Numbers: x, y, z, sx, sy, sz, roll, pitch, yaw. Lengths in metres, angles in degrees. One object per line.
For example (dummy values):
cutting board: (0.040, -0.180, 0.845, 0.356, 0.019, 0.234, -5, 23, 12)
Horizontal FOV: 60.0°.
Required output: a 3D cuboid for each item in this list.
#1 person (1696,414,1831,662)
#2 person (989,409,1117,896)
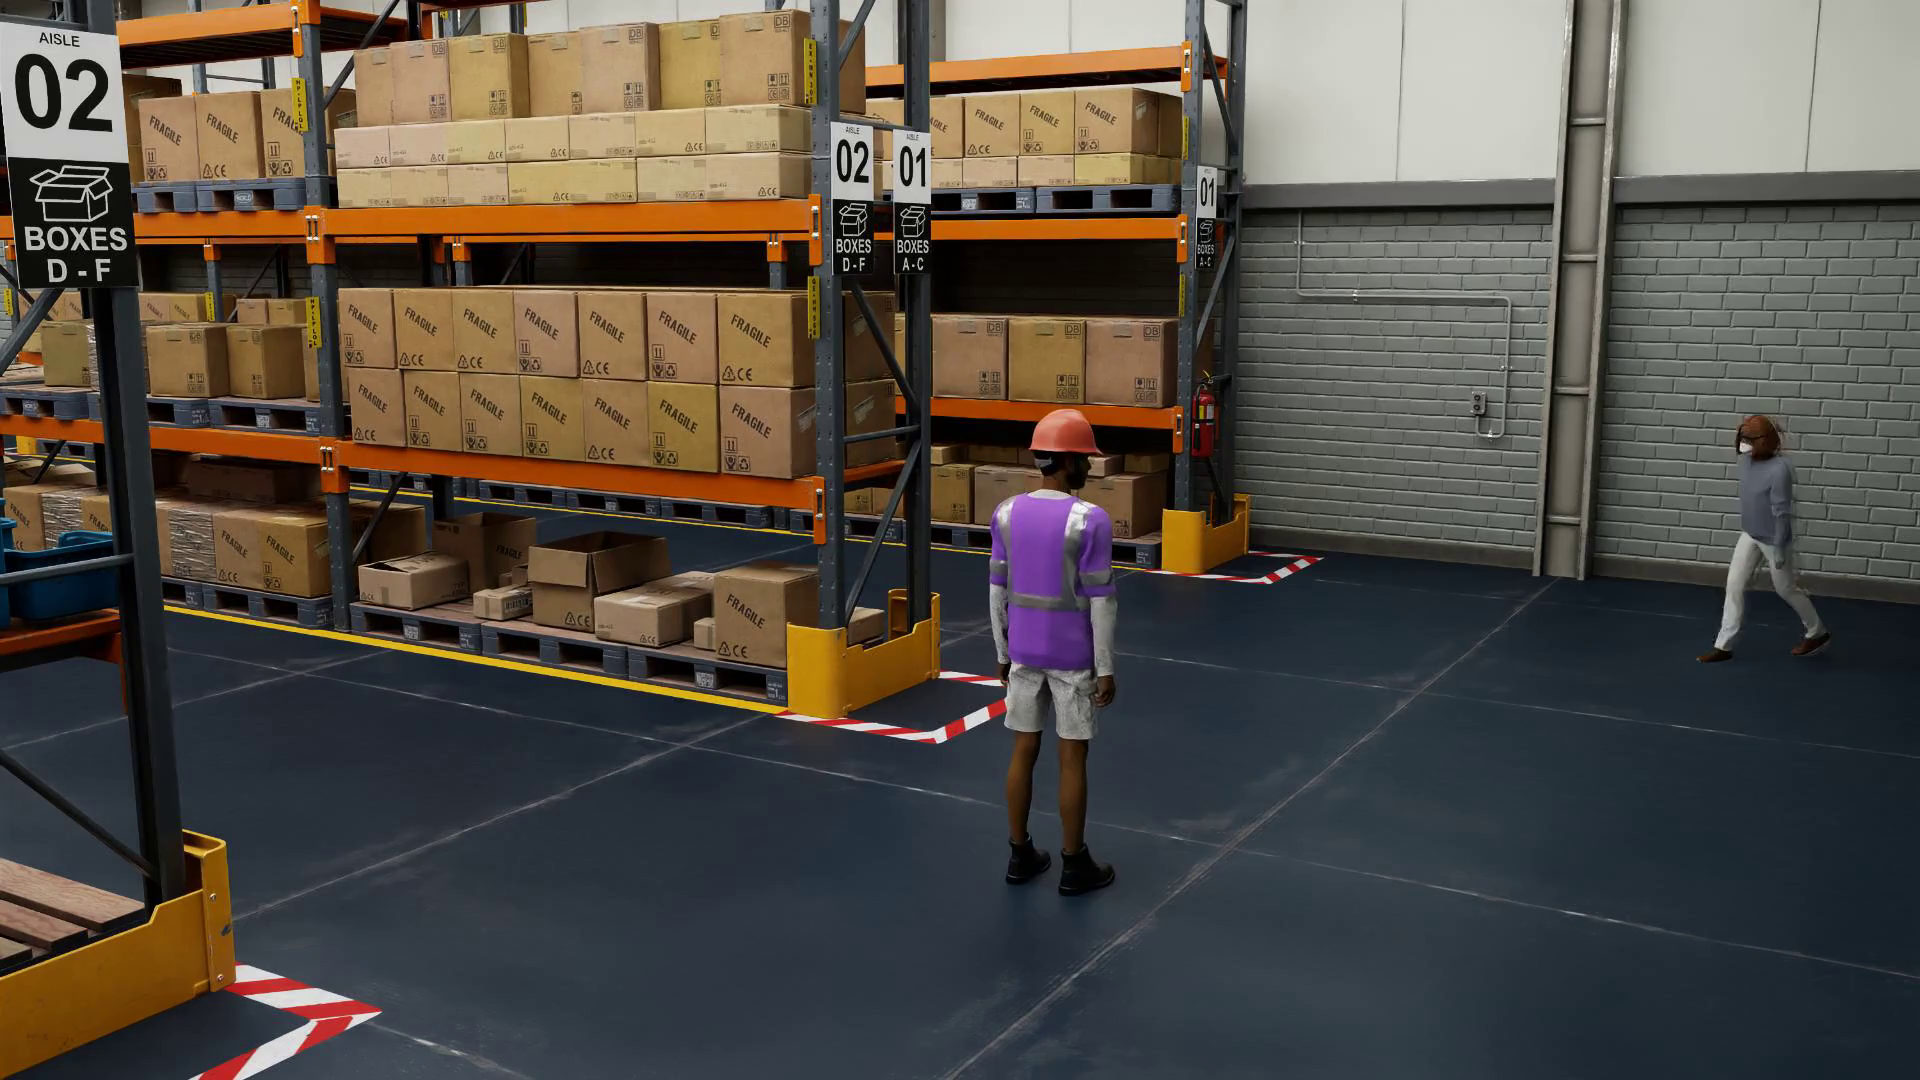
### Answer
person: (5.091, -0.007, 10.371, 0.881, 1.575, 0.508, -2, 10, -13)
person: (0.388, 0.444, 6.650, 0.550, 1.933, 0.371, 7, 12, 34)
